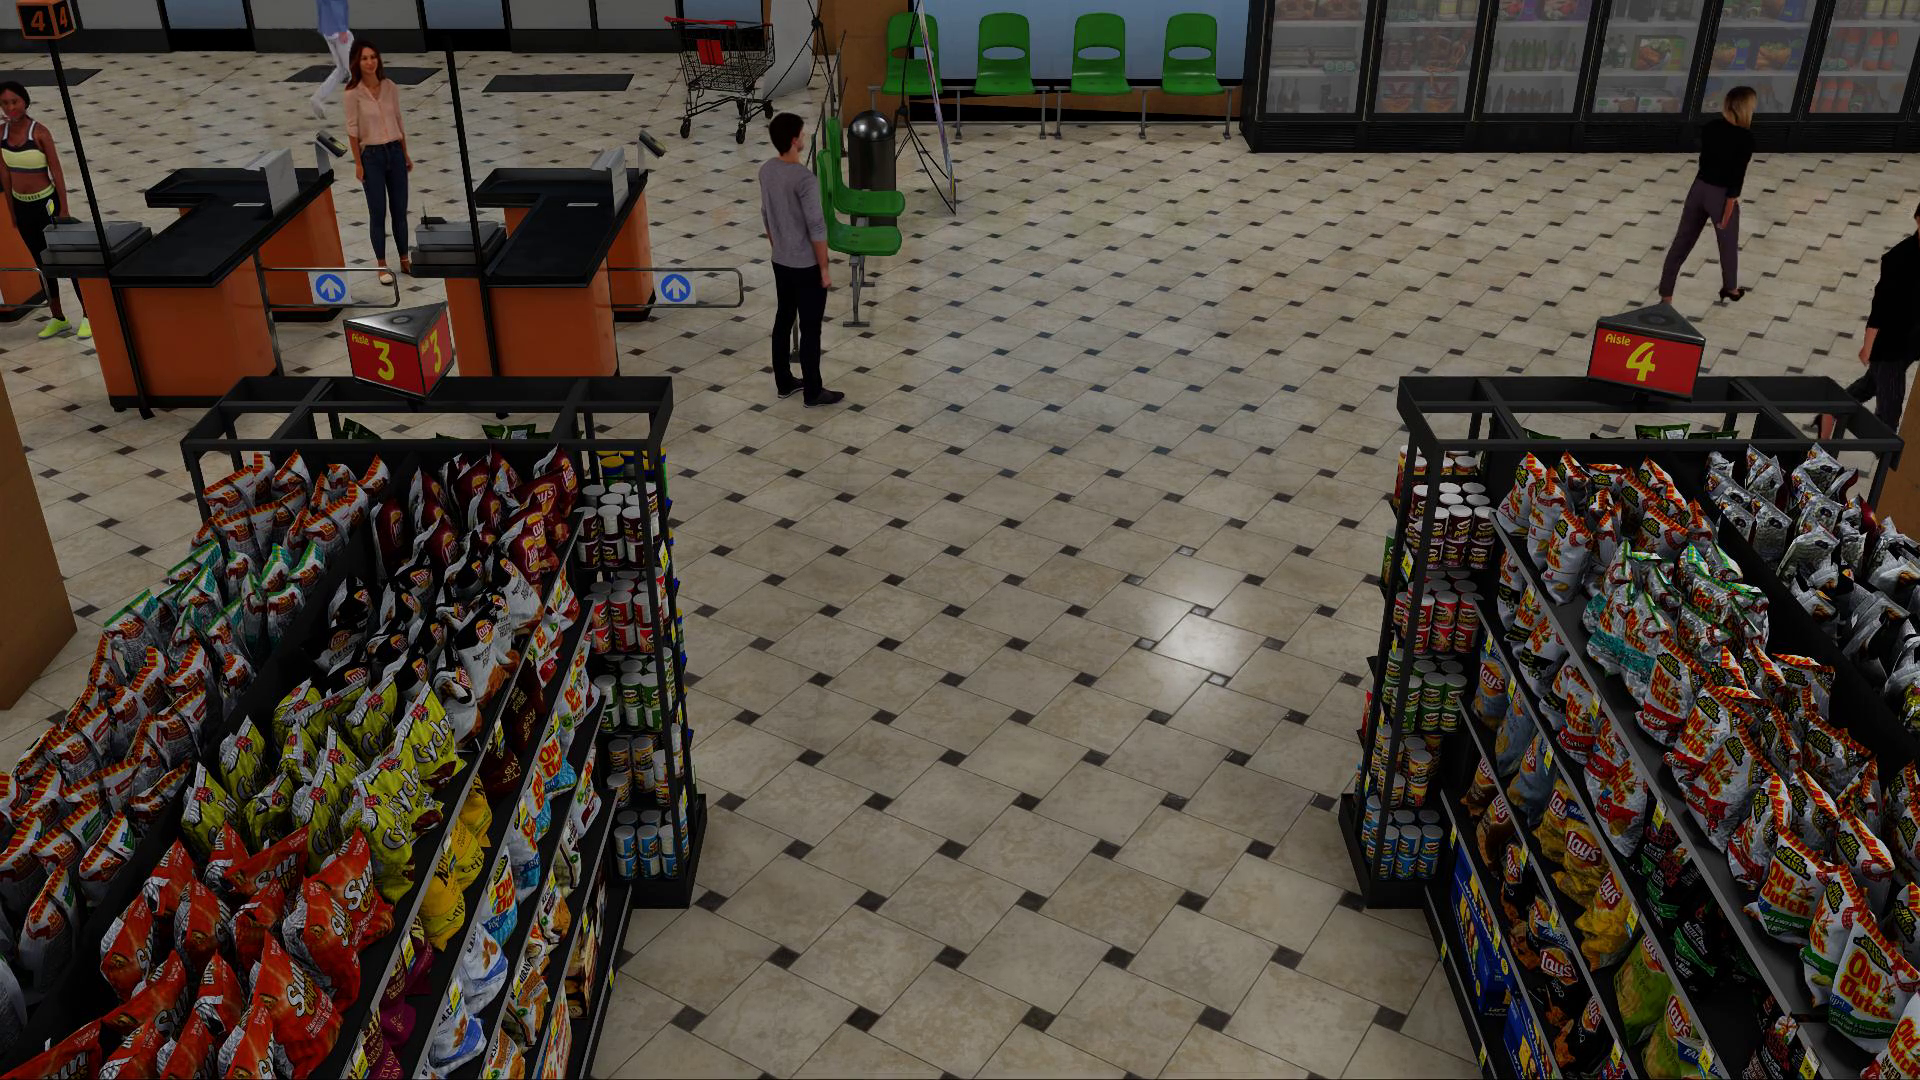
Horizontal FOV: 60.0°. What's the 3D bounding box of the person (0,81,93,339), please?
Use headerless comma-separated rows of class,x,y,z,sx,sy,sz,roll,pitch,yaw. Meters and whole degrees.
person,-6.245,-2.240,11.322,0.557,1.753,0.509,1,29,2

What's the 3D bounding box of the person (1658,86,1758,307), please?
person,5.129,-2.279,11.518,0.990,1.633,1.050,-16,33,-27

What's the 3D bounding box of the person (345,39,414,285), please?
person,-4.286,-2.807,12.320,0.668,1.790,0.723,-24,37,-37

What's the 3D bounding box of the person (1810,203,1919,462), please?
person,5.227,-1.131,9.377,0.849,1.670,1.177,-7,29,-12

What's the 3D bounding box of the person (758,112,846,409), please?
person,-1.014,-1.727,10.289,0.726,1.842,0.780,25,37,37

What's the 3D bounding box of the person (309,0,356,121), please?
person,-6.170,-5.010,16.265,1.029,1.878,0.987,-22,36,-35
